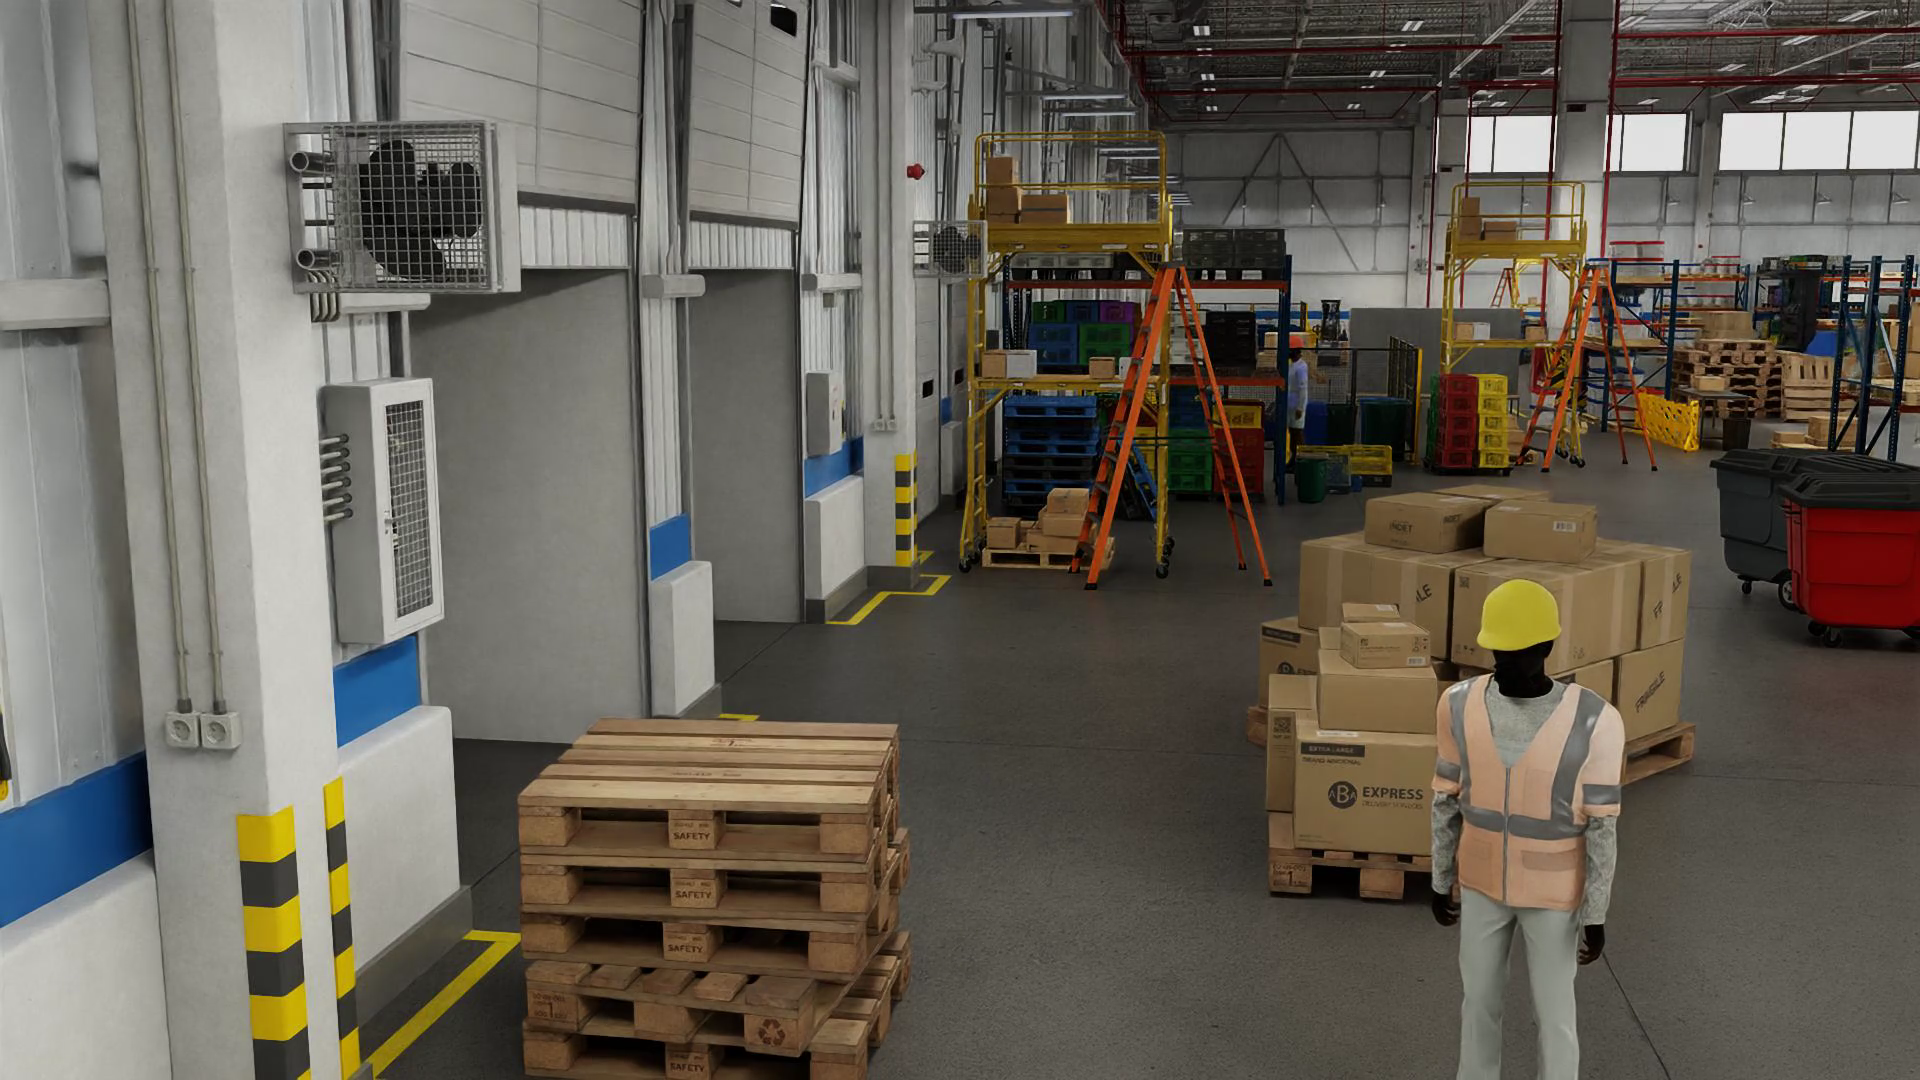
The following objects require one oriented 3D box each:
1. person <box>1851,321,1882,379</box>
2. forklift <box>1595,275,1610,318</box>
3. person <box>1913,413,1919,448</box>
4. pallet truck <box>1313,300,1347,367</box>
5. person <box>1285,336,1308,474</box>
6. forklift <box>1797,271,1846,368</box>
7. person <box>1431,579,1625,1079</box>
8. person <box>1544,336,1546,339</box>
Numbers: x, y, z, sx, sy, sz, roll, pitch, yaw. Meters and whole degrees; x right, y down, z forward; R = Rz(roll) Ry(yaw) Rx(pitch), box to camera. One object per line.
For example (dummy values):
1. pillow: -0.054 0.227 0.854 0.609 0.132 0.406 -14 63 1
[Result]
1. person: 20.430 -4.169 37.481 0.637 1.915 0.898 -1 9 -4
2. forklift: 15.026 -5.007 39.649 1.129 2.768 1.873 -7 12 -37
3. person: 15.594 -2.333 26.691 0.342 1.735 0.483 9 13 44
4. pallet truck: 11.159 -6.200 49.718 0.823 1.965 1.885 4 10 26
5. person: 4.686 -1.896 23.356 0.379 1.938 0.547 -1 9 -5
6. forklift: 24.435 -6.355 47.962 1.873 2.768 1.129 1 9 9
7. person: 1.728 1.064 5.170 0.585 1.920 0.395 7 12 38
8. person: 13.730 -4.204 38.360 0.453 1.682 0.541 -4 10 -25
